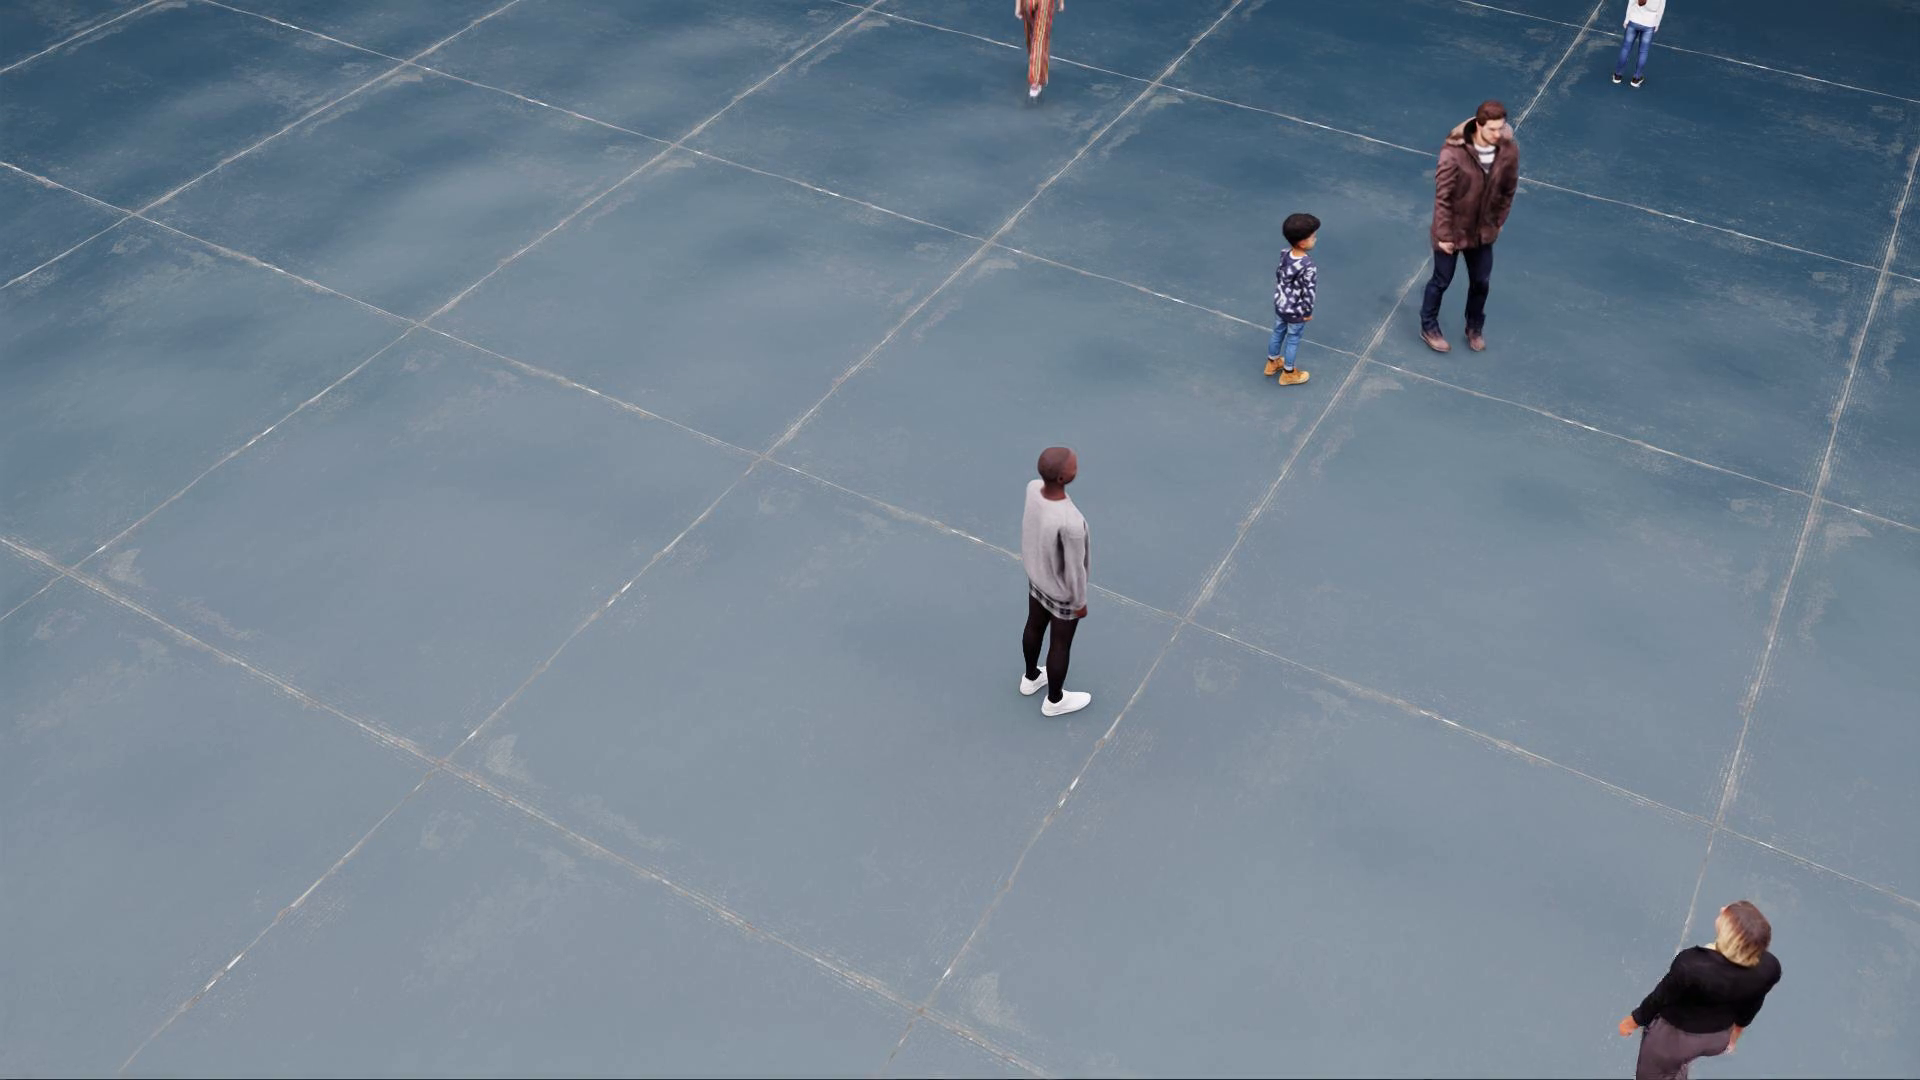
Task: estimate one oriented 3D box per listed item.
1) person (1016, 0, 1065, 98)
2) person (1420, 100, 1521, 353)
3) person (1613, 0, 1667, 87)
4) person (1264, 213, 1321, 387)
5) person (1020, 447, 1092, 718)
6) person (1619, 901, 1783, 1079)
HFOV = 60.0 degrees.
[{"bbox_3d":[0.664,-4.503,14.051,0.883,1.524,1.171,3,42,4],"label":"person"},{"bbox_3d":[3.359,-2.144,11.221,0.927,1.837,0.976,-9,43,-10],"label":"person"},{"bbox_3d":[5.884,-4.477,14.330,0.453,1.110,0.484,18,45,19],"label":"person"},{"bbox_3d":[2.212,-1.600,11.058,0.604,1.251,0.571,-22,46,-22],"label":"person"},{"bbox_3d":[0.480,0.212,8.675,0.690,1.772,0.694,-24,47,-24],"label":"person"},{"bbox_3d":[2.968,2.083,6.699,0.723,1.658,0.781,-10,43,-11],"label":"person"}]
